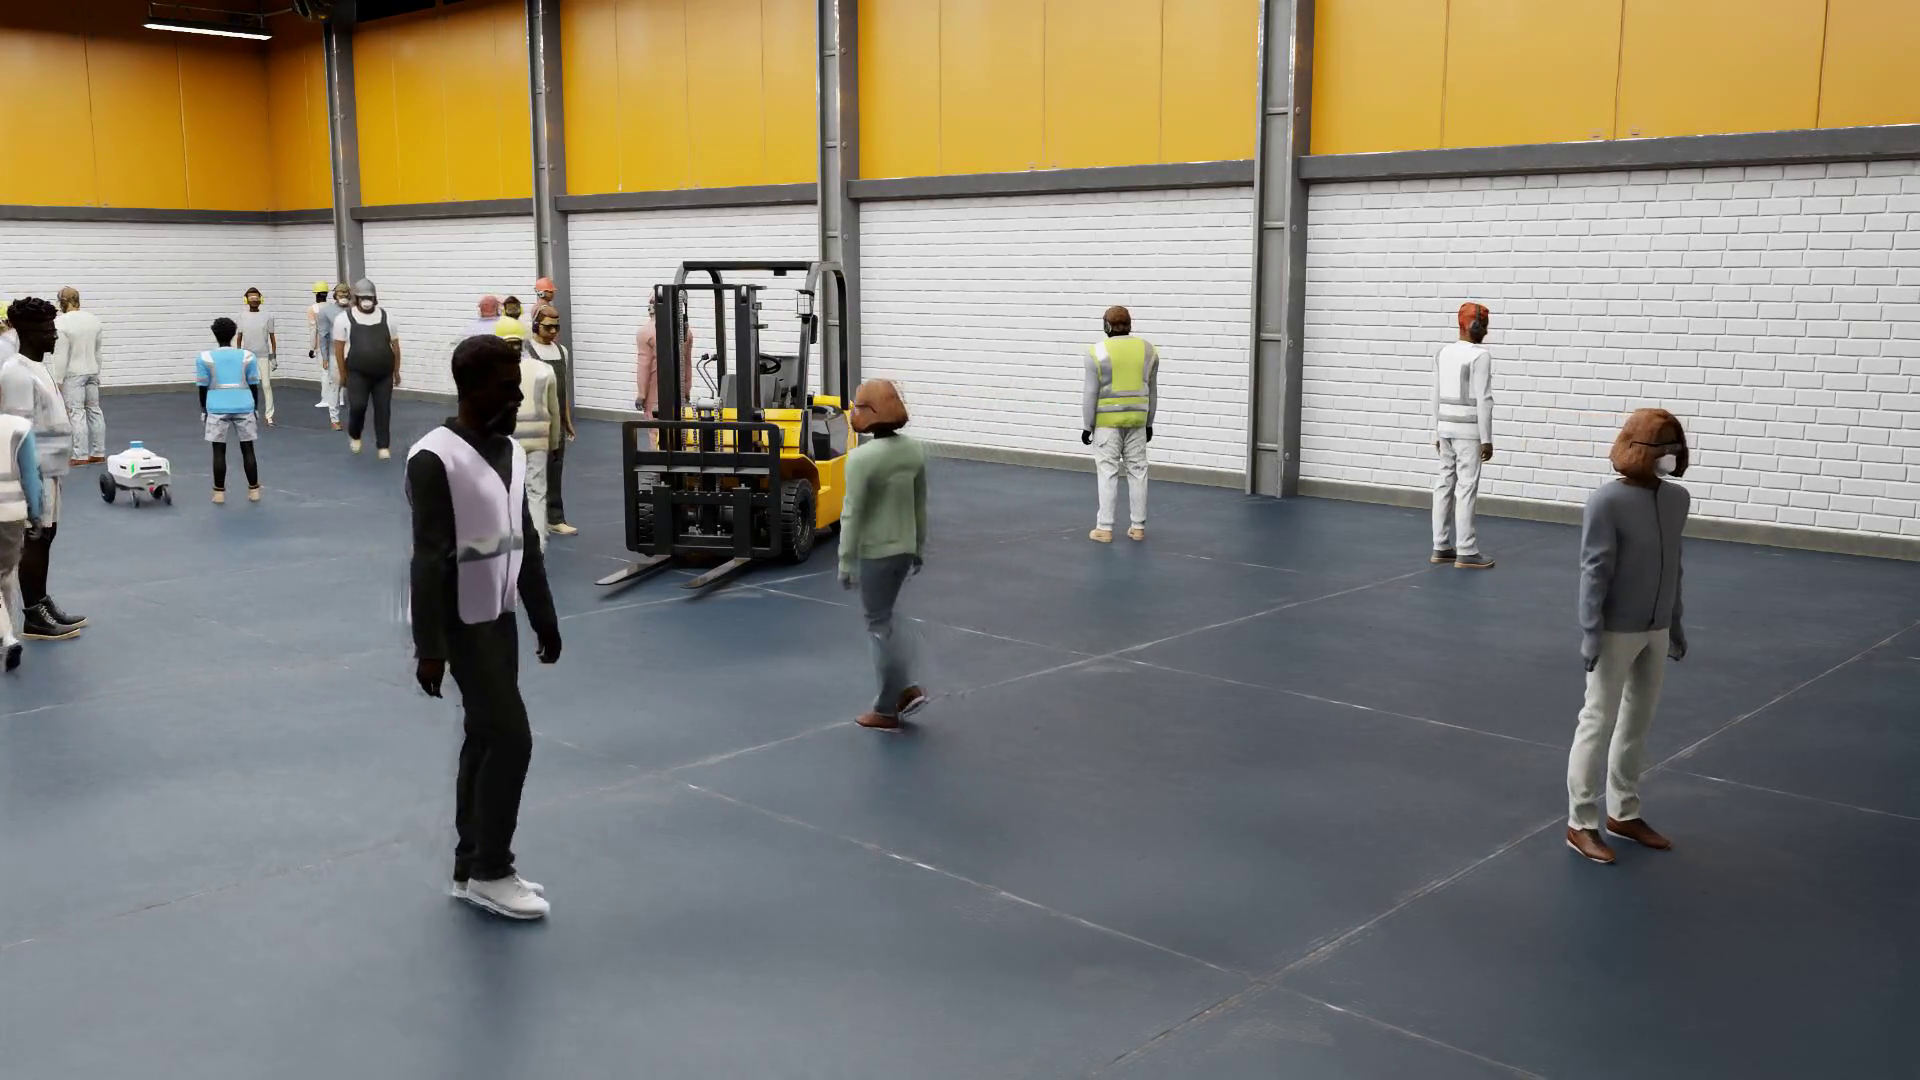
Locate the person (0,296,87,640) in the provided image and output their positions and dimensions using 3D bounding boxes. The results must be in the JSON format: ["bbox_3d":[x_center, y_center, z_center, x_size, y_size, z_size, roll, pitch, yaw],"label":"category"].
[{"bbox_3d":[-5.299,-0.413,9.573,0.362,1.963,0.613,-3,10,-19],"label":"person"}]

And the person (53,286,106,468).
[{"bbox_3d":[-9.418,-1.731,17.754,0.373,1.935,0.629,2,10,14],"label":"person"}]

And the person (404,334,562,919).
[{"bbox_3d":[-1.499,0.283,5.468,0.590,1.904,0.630,2,9,10],"label":"person"}]

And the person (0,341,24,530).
[{"bbox_3d":[-7.761,-0.990,13.256,0.750,1.911,0.579,5,11,29],"label":"person"}]

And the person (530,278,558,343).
[{"bbox_3d":[-5.696,-2.600,22.891,0.378,1.996,0.611,0,9,2],"label":"person"}]

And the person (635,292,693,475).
[{"bbox_3d":[-2.872,-1.432,16.011,0.403,1.904,0.652,8,12,40],"label":"person"}]

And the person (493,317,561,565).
[{"bbox_3d":[-3.108,-0.674,11.725,0.593,1.794,0.908,-3,10,-17],"label":"person"}]

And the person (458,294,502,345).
[{"bbox_3d":[-4.562,-1.444,16.189,0.666,1.875,0.636,0,9,3],"label":"person"}]

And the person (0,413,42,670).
[{"bbox_3d":[-5.154,-0.117,8.846,0.771,1.606,0.524,9,13,44],"label":"person"}]

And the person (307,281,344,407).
[{"bbox_3d":[-9.733,-2.991,25.498,0.388,1.927,0.589,6,11,33],"label":"person"}]

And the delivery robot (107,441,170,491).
[{"bbox_3d":[-7.430,-0.650,15.041,0.477,0.478,0.707,-9,13,-42],"label":"delivery robot"}]

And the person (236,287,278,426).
[{"bbox_3d":[-9.461,-2.455,22.373,0.521,1.877,0.325,-3,10,-16],"label":"person"}]

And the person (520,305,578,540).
[{"bbox_3d":[-3.256,-0.923,13.091,0.345,1.840,0.504,7,11,36],"label":"person"}]

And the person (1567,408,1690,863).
[{"bbox_3d":[2.424,0.336,5.997,0.507,1.631,0.266,-5,10,-28],"label":"person"}]

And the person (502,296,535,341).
[{"bbox_3d":[-5.189,-1.923,19.320,0.522,1.817,0.961,-3,10,-20],"label":"person"}]

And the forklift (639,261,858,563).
[{"bbox_3d":[-1.552,-1.040,12.721,1.214,2.155,2.313,2,9,11],"label":"forklift"}]

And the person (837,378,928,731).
[{"bbox_3d":[-0.372,0.074,7.610,0.341,1.620,0.520,7,12,36],"label":"person"}]

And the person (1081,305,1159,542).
[{"bbox_3d":[1.233,-0.899,12.954,0.619,1.839,0.430,-3,10,-16],"label":"person"}]

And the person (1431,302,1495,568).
[{"bbox_3d":[3.590,-0.747,11.865,0.358,1.886,0.572,-4,10,-21],"label":"person"}]

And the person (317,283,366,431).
[{"bbox_3d":[-8.111,-2.409,21.912,0.627,1.934,0.372,-8,12,-40],"label":"person"}]

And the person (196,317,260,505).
[{"bbox_3d":[-6.603,-1.165,15.040,0.535,1.690,0.322,-6,11,-31],"label":"person"}]

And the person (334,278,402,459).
[{"bbox_3d":[-6.573,-1.915,18.556,0.684,2.000,0.550,-5,11,-30],"label":"person"}]

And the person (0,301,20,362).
[{"bbox_3d":[-9.242,-1.435,16.302,0.532,1.813,0.599,-2,10,-14],"label":"person"}]
